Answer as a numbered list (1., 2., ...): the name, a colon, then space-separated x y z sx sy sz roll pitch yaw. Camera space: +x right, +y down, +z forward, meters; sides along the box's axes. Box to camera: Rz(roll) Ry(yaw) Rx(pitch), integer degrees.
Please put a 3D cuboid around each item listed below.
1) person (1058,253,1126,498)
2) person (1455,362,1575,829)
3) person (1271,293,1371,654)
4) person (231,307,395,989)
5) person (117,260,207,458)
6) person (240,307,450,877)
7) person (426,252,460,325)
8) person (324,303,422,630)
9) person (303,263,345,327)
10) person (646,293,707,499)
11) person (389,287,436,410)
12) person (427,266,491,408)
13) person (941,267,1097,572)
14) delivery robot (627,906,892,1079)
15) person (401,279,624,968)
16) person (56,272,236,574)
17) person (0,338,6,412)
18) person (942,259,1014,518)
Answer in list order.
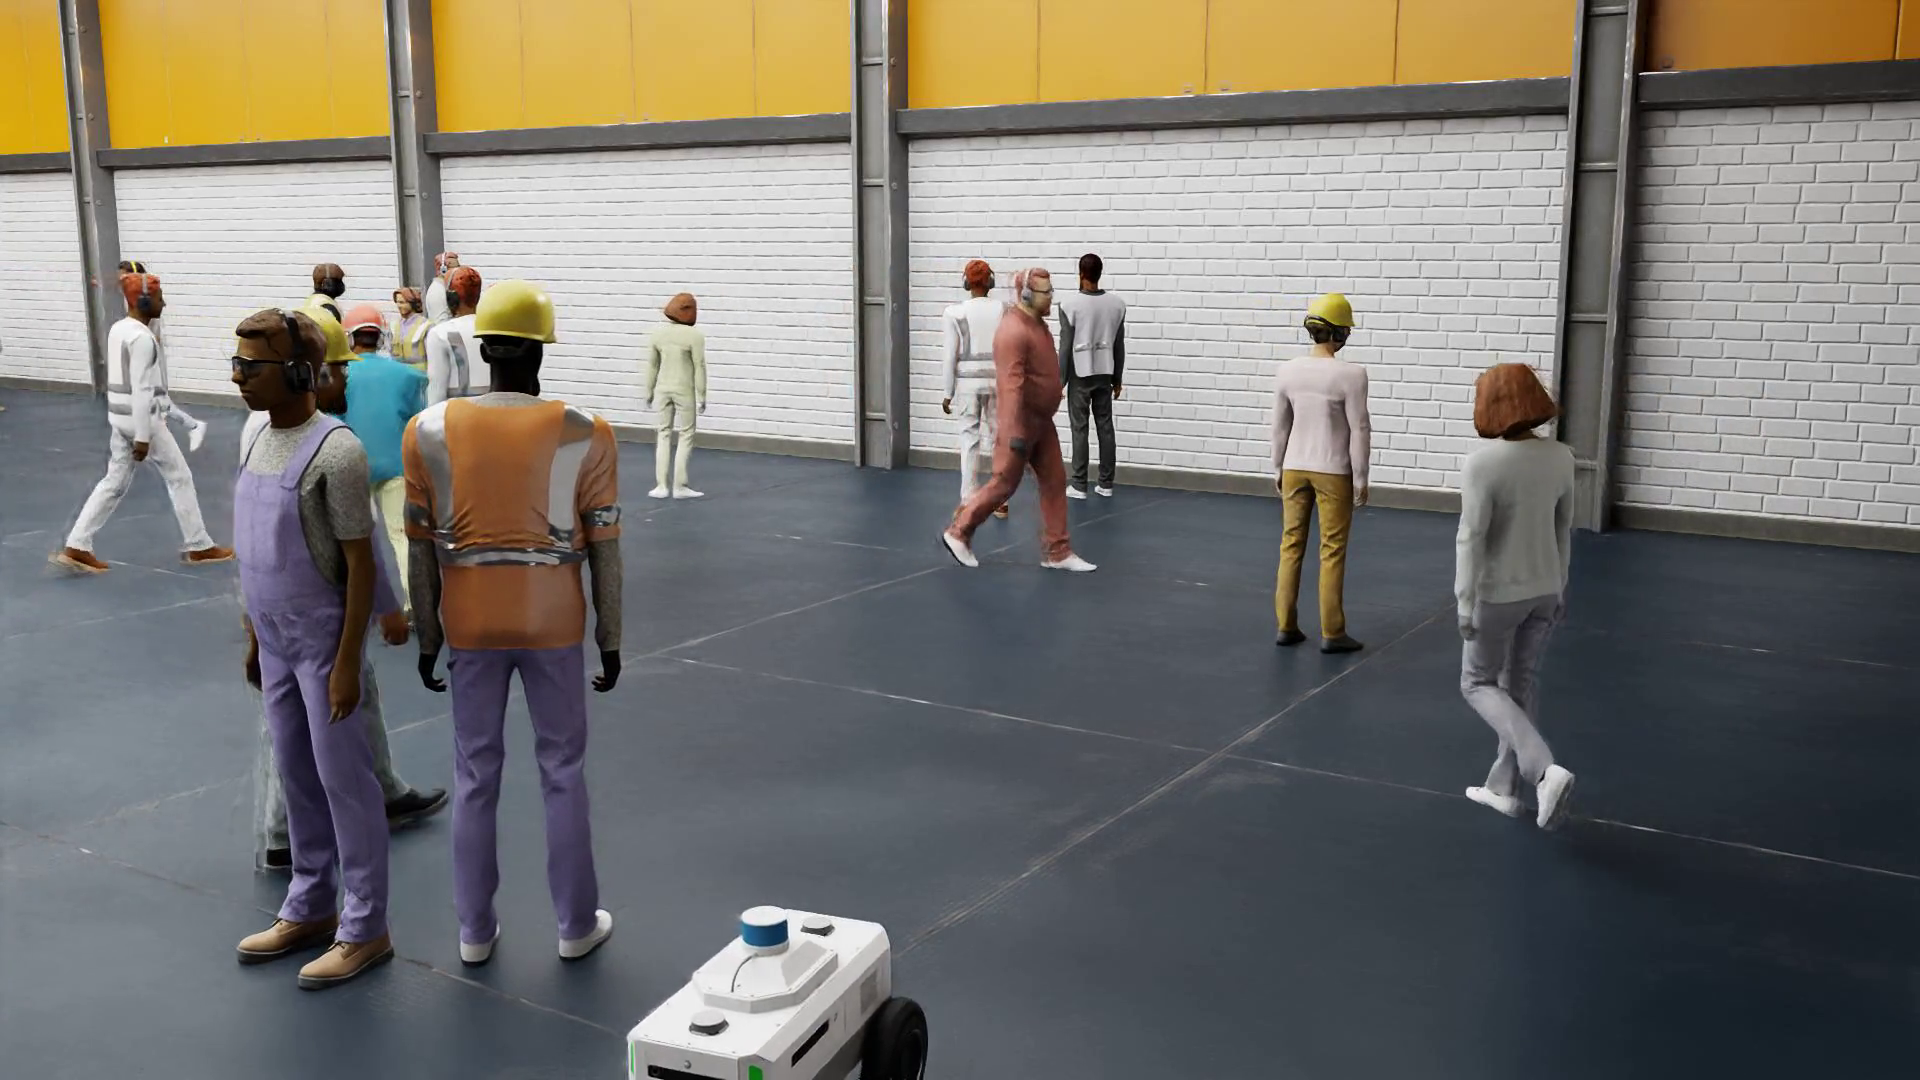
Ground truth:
1. person: 1.026 -1.282 13.074 0.599 1.917 0.372 -5 11 -25
2. person: 1.931 0.208 5.676 0.517 1.619 0.547 -5 11 -24
3. person: 1.788 -0.329 8.216 0.533 1.767 0.326 9 14 42
4. person: -1.787 0.294 4.540 0.506 1.847 0.343 8 13 37
5. person: -7.466 -1.667 15.405 0.691 1.848 0.536 -7 13 -35
6. person: -1.973 0.159 5.407 0.771 1.806 0.596 -7 13 -35
7. person: -4.829 -1.773 15.826 0.408 1.908 0.645 -2 10 -10
8. person: -3.065 -0.385 8.737 0.574 1.702 0.939 -7 12 -35
9. person: -5.109 -1.326 13.538 0.429 1.840 0.633 -6 12 -29
10. person: -2.228 -1.130 13.078 0.554 1.618 0.348 5 11 26
11. person: -4.586 -1.310 14.035 0.518 1.631 0.321 5 12 27
12. person: -2.749 -0.604 9.437 0.348 1.877 0.578 8 13 36
13. person: 0.339 -0.728 10.163 0.937 1.871 0.654 4 11 21
14. delivery robot: -0.426 1.052 3.660 0.477 0.478 0.707 4 11 20
15. person: -1.243 0.235 4.690 0.590 1.918 0.423 -1 10 -6
16. person: -5.047 -0.709 10.141 1.004 1.840 0.567 -10 14 -44
17. person: -11.469 -2.319 19.464 0.535 1.686 0.323 1 10 6
18. person: 0.147 -1.084 12.076 0.575 1.882 0.359 -3 11 -16
